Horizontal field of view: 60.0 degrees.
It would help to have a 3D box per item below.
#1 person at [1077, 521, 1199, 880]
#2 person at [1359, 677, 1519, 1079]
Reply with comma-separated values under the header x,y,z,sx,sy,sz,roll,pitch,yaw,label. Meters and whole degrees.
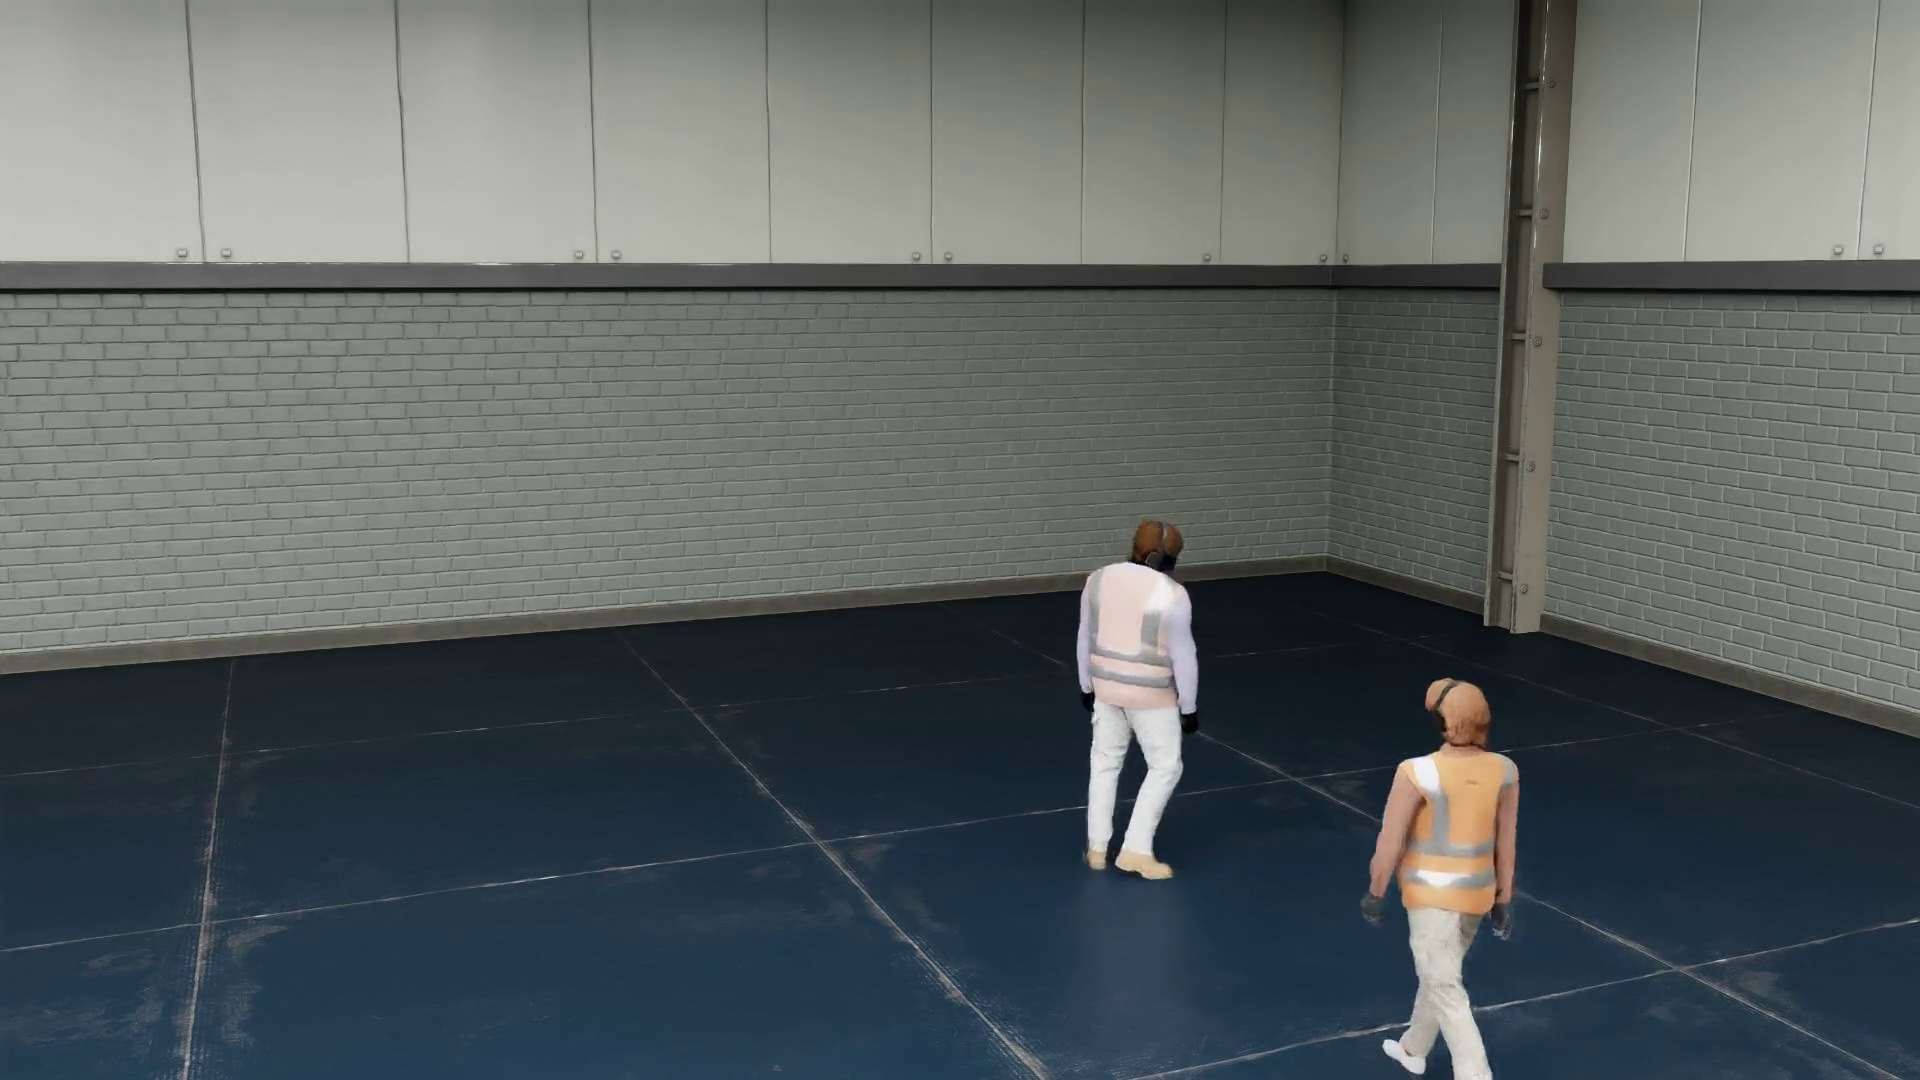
x,y,z,sx,sy,sz,roll,pitch,yaw,label
0.892,0.803,8.426,0.682,1.816,0.433,7,12,39,person
1.765,1.294,5.968,0.519,1.602,0.842,-4,10,-22,person
